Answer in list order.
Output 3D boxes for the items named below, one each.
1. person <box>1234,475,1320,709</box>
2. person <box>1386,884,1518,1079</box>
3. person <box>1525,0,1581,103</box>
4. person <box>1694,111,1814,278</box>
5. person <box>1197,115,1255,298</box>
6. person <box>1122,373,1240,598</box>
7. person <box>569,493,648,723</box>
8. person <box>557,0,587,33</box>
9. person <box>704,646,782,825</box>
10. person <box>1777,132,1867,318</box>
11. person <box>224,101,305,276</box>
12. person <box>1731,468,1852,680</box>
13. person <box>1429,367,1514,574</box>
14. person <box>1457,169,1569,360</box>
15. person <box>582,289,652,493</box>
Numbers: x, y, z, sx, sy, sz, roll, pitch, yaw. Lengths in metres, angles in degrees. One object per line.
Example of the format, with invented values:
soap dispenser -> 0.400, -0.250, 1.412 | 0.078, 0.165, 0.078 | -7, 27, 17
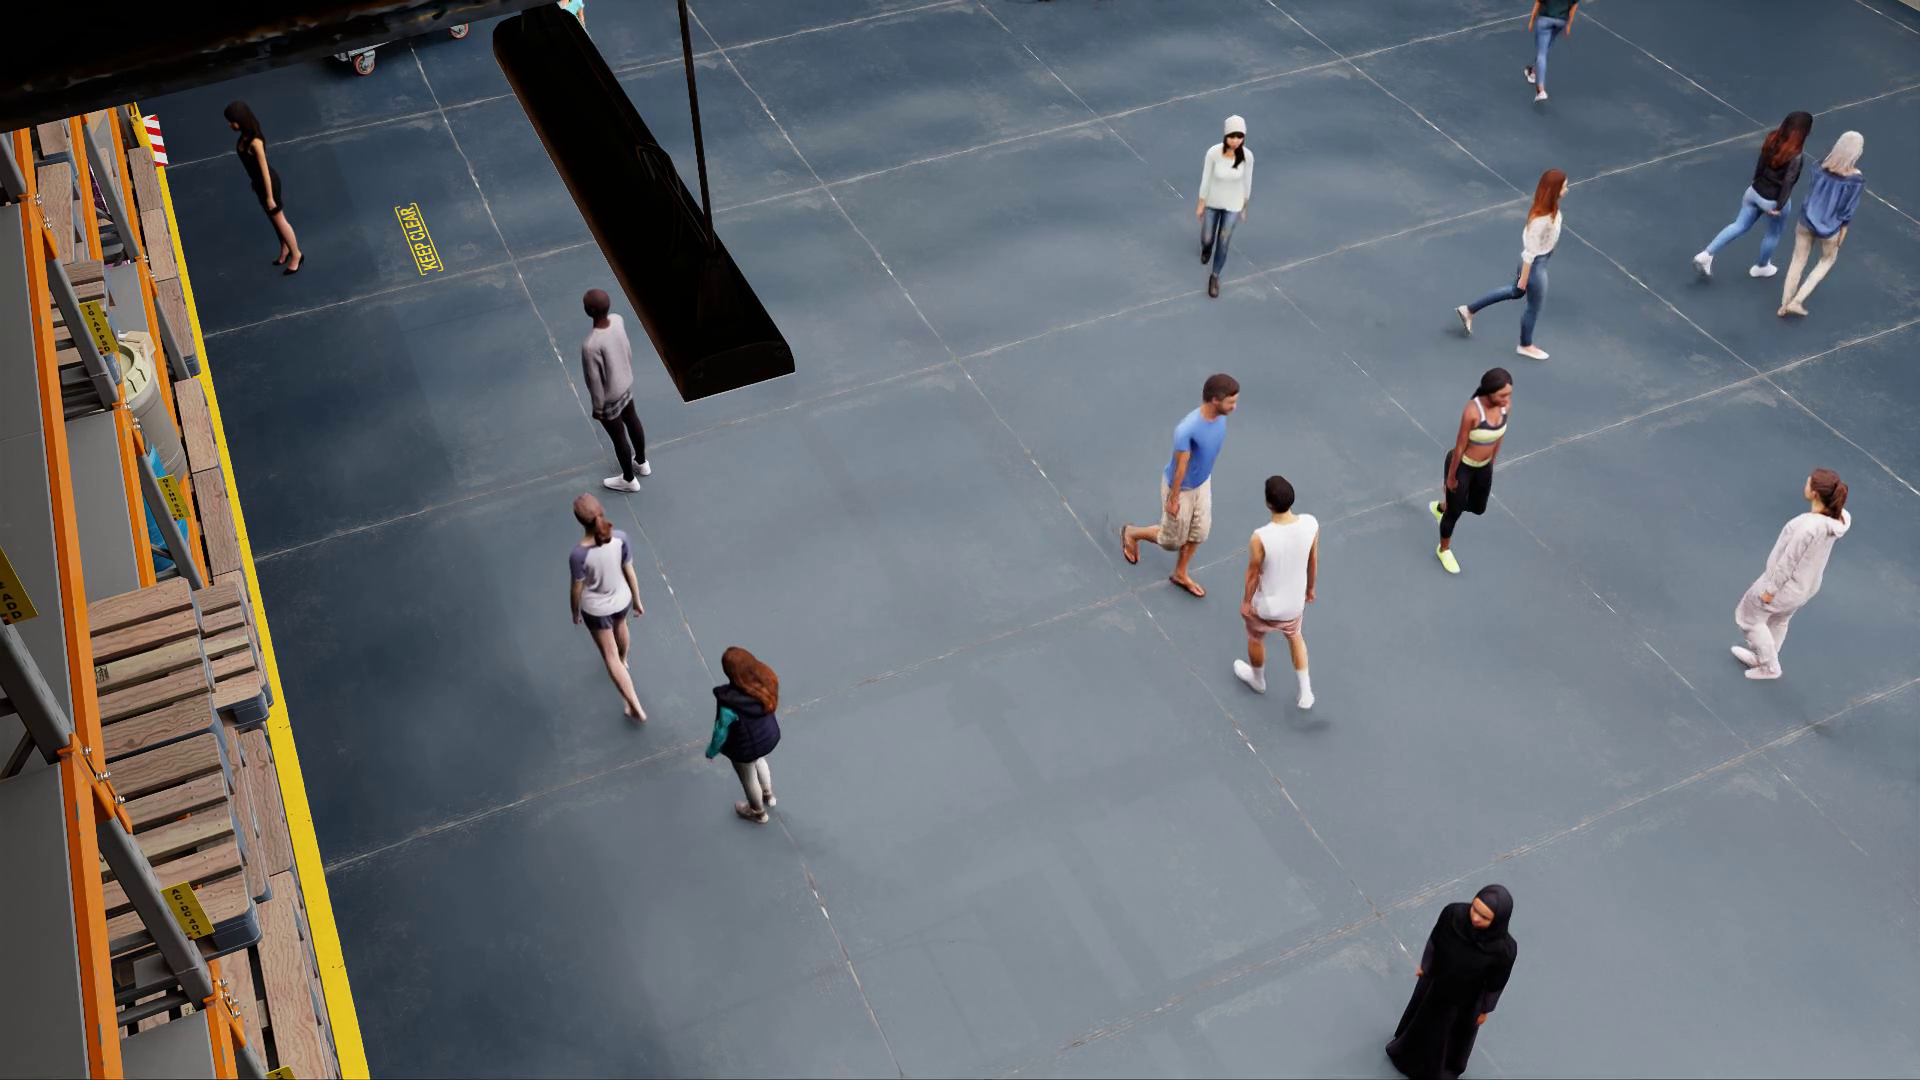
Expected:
person -> 2.052, 0.400, 10.624 | 0.706, 1.758, 0.891 | -10, 45, -10
person -> 2.618, 2.317, 8.717 | 0.733, 1.614, 0.621 | -33, 52, -29
person -> 5.908, -5.143, 16.570 | 0.909, 1.584, 1.151 | 1, 44, 1
person -> 6.838, -2.915, 14.211 | 0.769, 1.610, 1.006 | -13, 45, -13
person -> 2.229, -2.899, 14.173 | 0.807, 1.639, 0.915 | 4, 44, 4
person -> 1.500, -0.425, 11.436 | 0.880, 1.833, 1.043 | -29, 51, -27
person -> -2.218, 0.457, 10.574 | 0.720, 1.745, 1.039 | -27, 50, -25
person -> -3.806, -4.900, 16.340 | 0.802, 1.548, 0.885 | 10, 44, 10
person -> -1.231, 1.210, 9.966 | 0.789, 1.494, 0.731 | 21, 47, 20
person -> 7.074, -2.562, 13.787 | 0.763, 1.684, 0.662 | -34, 53, -30
person -> -5.965, -3.050, 14.328 | 0.642, 1.645, 0.469 | -25, 49, -24
person -> 5.457, 0.309, 10.781 | 0.690, 1.673, 0.711 | -26, 49, -24
person -> 3.511, -0.559, 11.642 | 0.590, 1.743, 0.758 | -15, 46, -15
person -> 4.538, -2.259, 13.451 | 1.073, 1.709, 1.008 | 15, 46, 15
person -> -2.528, -1.098, 12.188 | 0.741, 1.771, 0.689 | 16, 46, 16
